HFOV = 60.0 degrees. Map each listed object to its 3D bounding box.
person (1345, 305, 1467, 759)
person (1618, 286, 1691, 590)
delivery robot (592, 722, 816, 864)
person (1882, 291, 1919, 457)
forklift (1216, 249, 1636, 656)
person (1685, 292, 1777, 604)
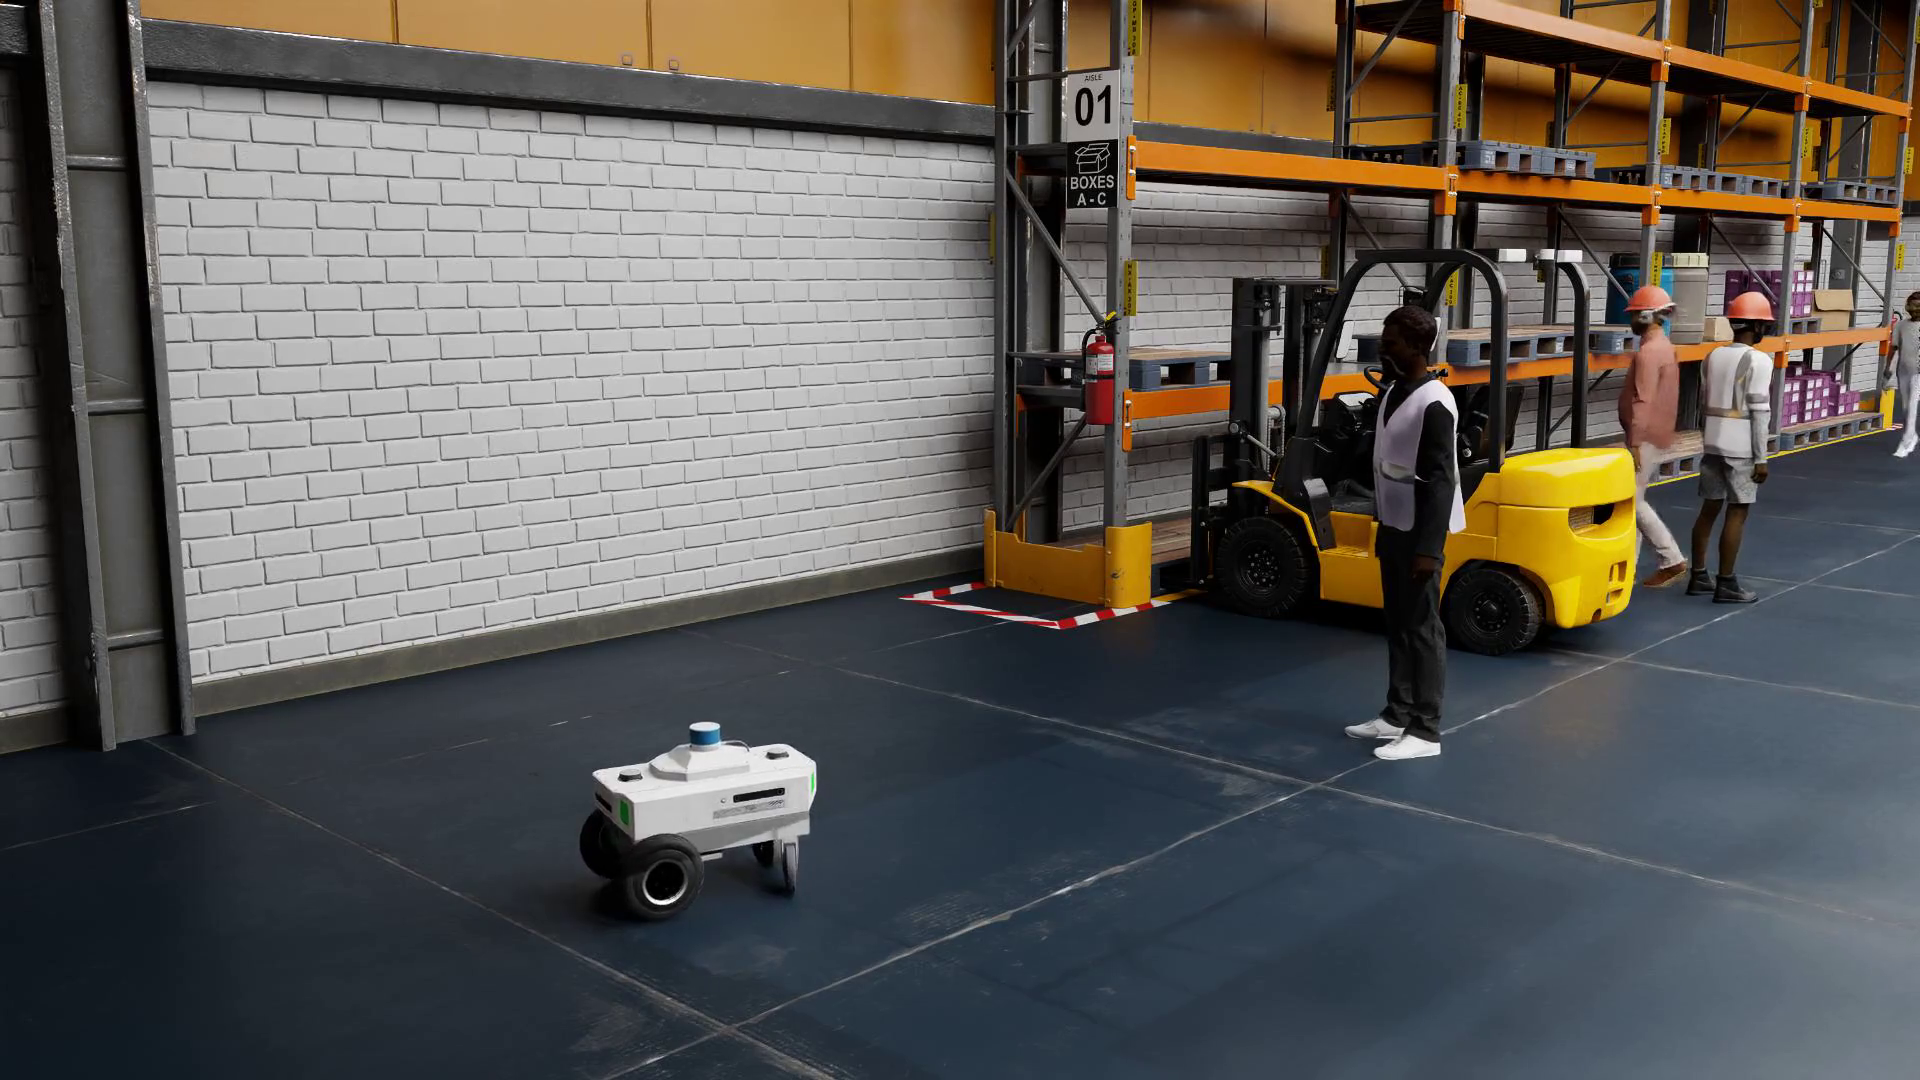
[{"bbox_3d":[1.923,-0.029,7.065,0.398,1.920,0.590,-1,9,-4],"label":"person"},{"bbox_3d":[4.458,-0.639,10.749,0.664,1.967,0.673,6,11,33],"label":"person"},{"bbox_3d":[-0.845,0.852,5.547,0.707,0.478,0.477,-5,10,-29],"label":"delivery robot"},{"bbox_3d":[10.621,-1.855,18.544,0.932,1.836,0.535,-9,13,-44],"label":"person"},{"bbox_3d":[2.710,-0.584,9.626,2.313,2.155,1.214,9,13,43],"label":"forklift"},{"bbox_3d":[4.839,-0.571,10.358,0.388,1.930,0.546,-2,10,-15],"label":"person"}]
